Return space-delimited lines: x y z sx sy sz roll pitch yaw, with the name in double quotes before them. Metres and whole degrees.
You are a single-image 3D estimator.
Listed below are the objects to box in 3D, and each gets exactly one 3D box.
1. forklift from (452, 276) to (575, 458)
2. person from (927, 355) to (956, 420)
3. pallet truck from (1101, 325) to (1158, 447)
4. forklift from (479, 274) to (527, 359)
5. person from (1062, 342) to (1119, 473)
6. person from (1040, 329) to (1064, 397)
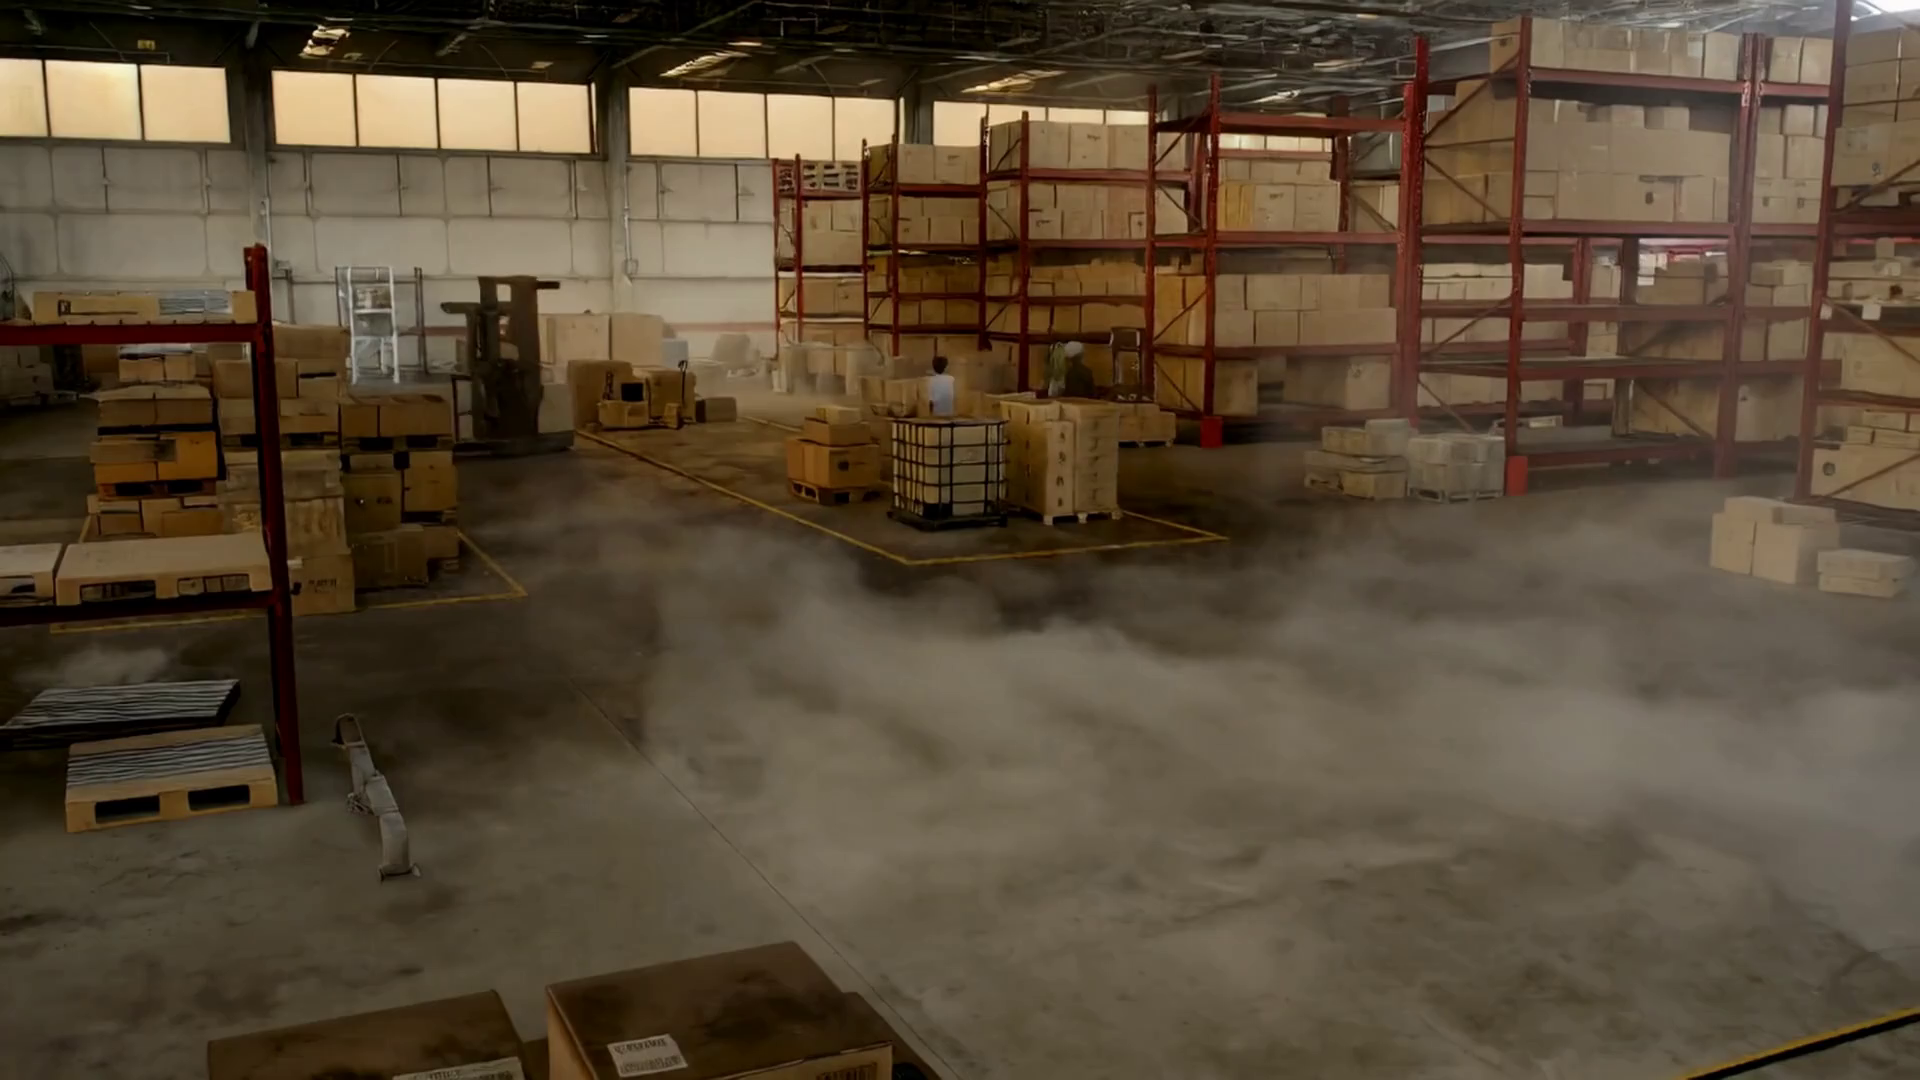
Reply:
"forklift" -7.112 -2.795 26.429 1.129 2.768 1.873 3 10 20
"person" -0.240 -1.888 24.499 0.542 1.679 0.629 -8 12 -39
"pallet truck" 2.881 -2.596 27.923 0.823 1.965 1.885 -1 9 -7
"forklift" -11.265 -5.375 42.436 1.873 2.768 1.129 -4 10 -25
"person" 1.689 -1.706 22.532 0.939 1.962 0.606 7 12 38
"person" 1.818 -3.132 31.819 0.802 1.819 0.632 -4 10 -21
